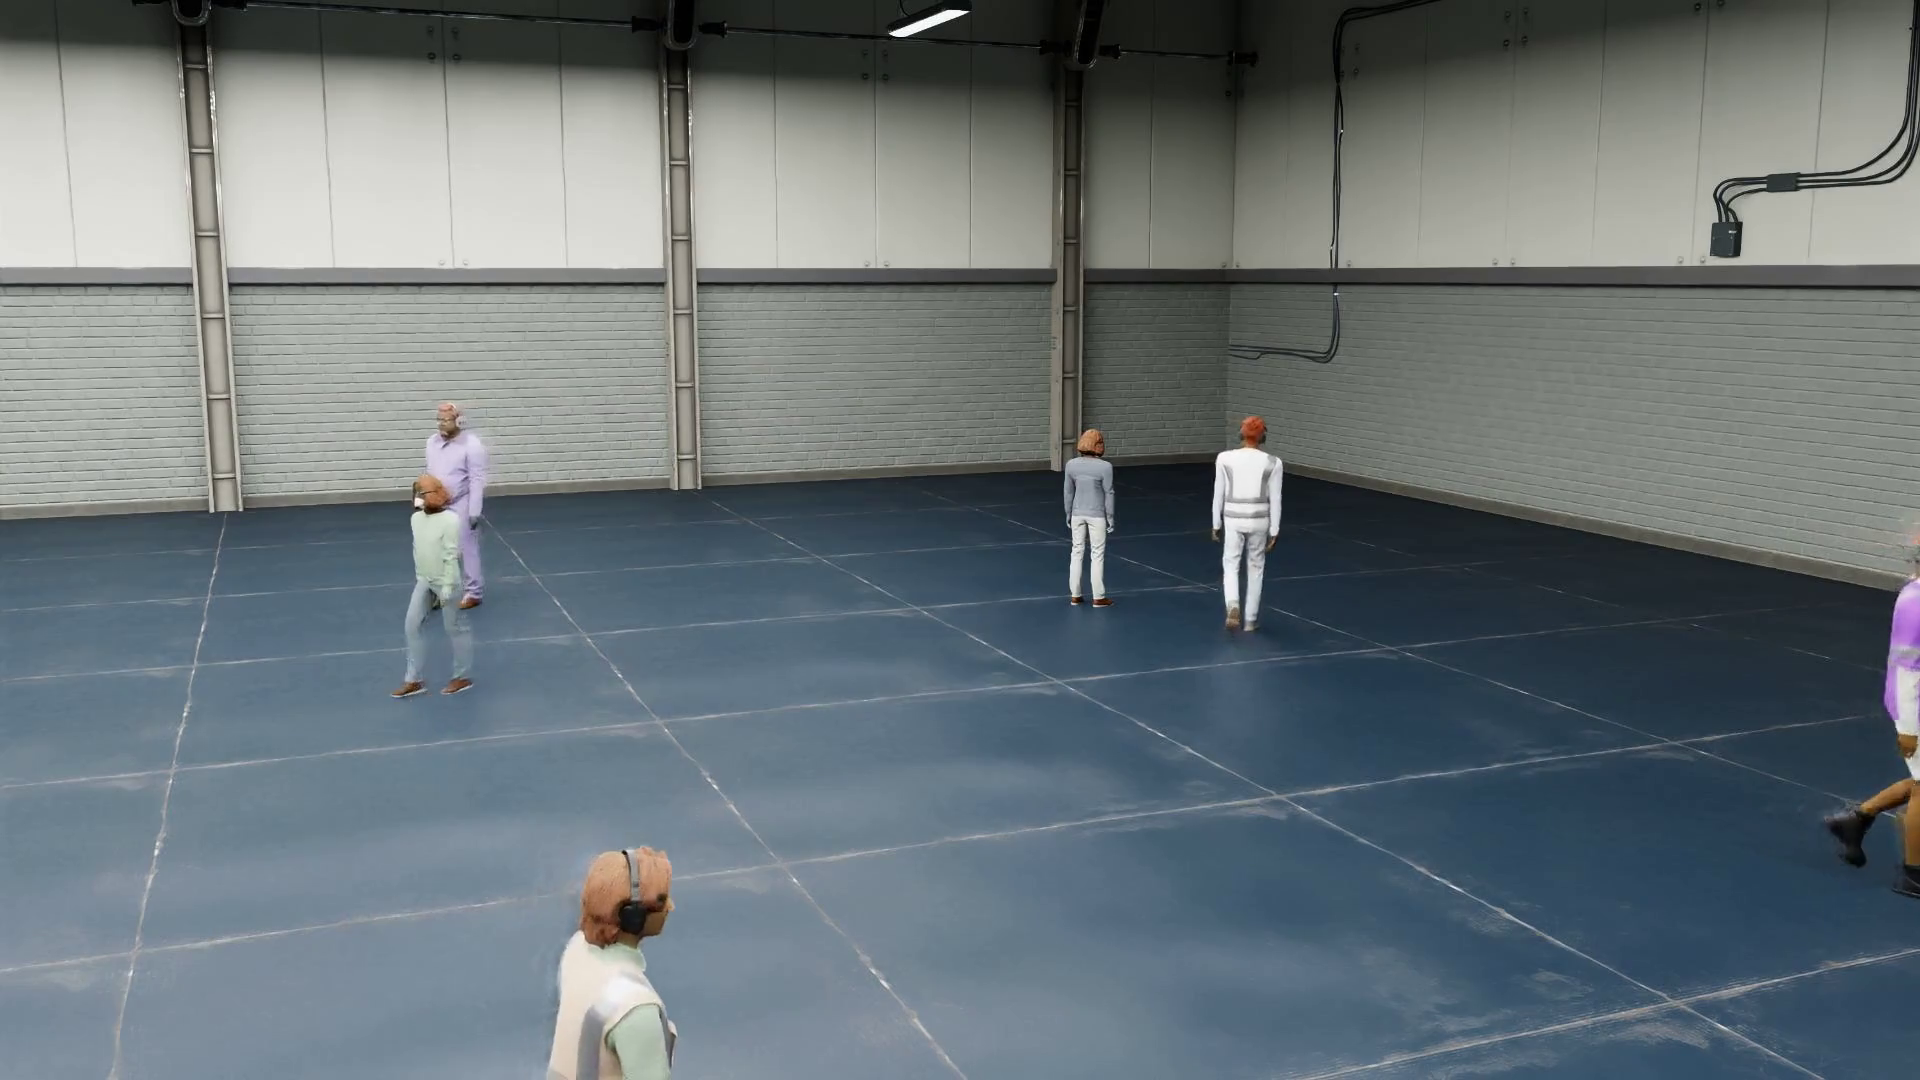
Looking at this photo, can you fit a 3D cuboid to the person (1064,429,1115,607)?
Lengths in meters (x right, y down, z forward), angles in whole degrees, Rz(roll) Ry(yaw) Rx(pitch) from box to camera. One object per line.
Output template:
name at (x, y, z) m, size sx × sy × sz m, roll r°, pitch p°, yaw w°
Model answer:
person at (1.193, -0.202, 15.258) m, size 0.504 × 1.631 × 0.282 m, roll 6°, pitch 11°, yaw 33°

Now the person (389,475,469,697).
person at (-3.814, 0.346, 11.900) m, size 0.503 × 1.610 × 0.677 m, roll 5°, pitch 10°, yaw 29°

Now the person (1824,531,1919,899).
person at (4.620, 0.799, 8.074) m, size 0.587 × 1.923 × 0.574 m, roll 8°, pitch 12°, yaw 40°

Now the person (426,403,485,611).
person at (-4.601, -0.278, 14.936) m, size 0.687 × 1.880 × 0.719 m, roll 4°, pitch 10°, yaw 23°

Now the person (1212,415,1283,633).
person at (2.411, -0.116, 14.009) m, size 0.589 × 1.865 × 0.696 m, roll 2°, pitch 9°, yaw 13°

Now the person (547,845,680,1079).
person at (-0.822, 1.563, 4.225) m, size 0.612 × 1.612 × 0.540 m, roll -4°, pitch 10°, yaw -25°
